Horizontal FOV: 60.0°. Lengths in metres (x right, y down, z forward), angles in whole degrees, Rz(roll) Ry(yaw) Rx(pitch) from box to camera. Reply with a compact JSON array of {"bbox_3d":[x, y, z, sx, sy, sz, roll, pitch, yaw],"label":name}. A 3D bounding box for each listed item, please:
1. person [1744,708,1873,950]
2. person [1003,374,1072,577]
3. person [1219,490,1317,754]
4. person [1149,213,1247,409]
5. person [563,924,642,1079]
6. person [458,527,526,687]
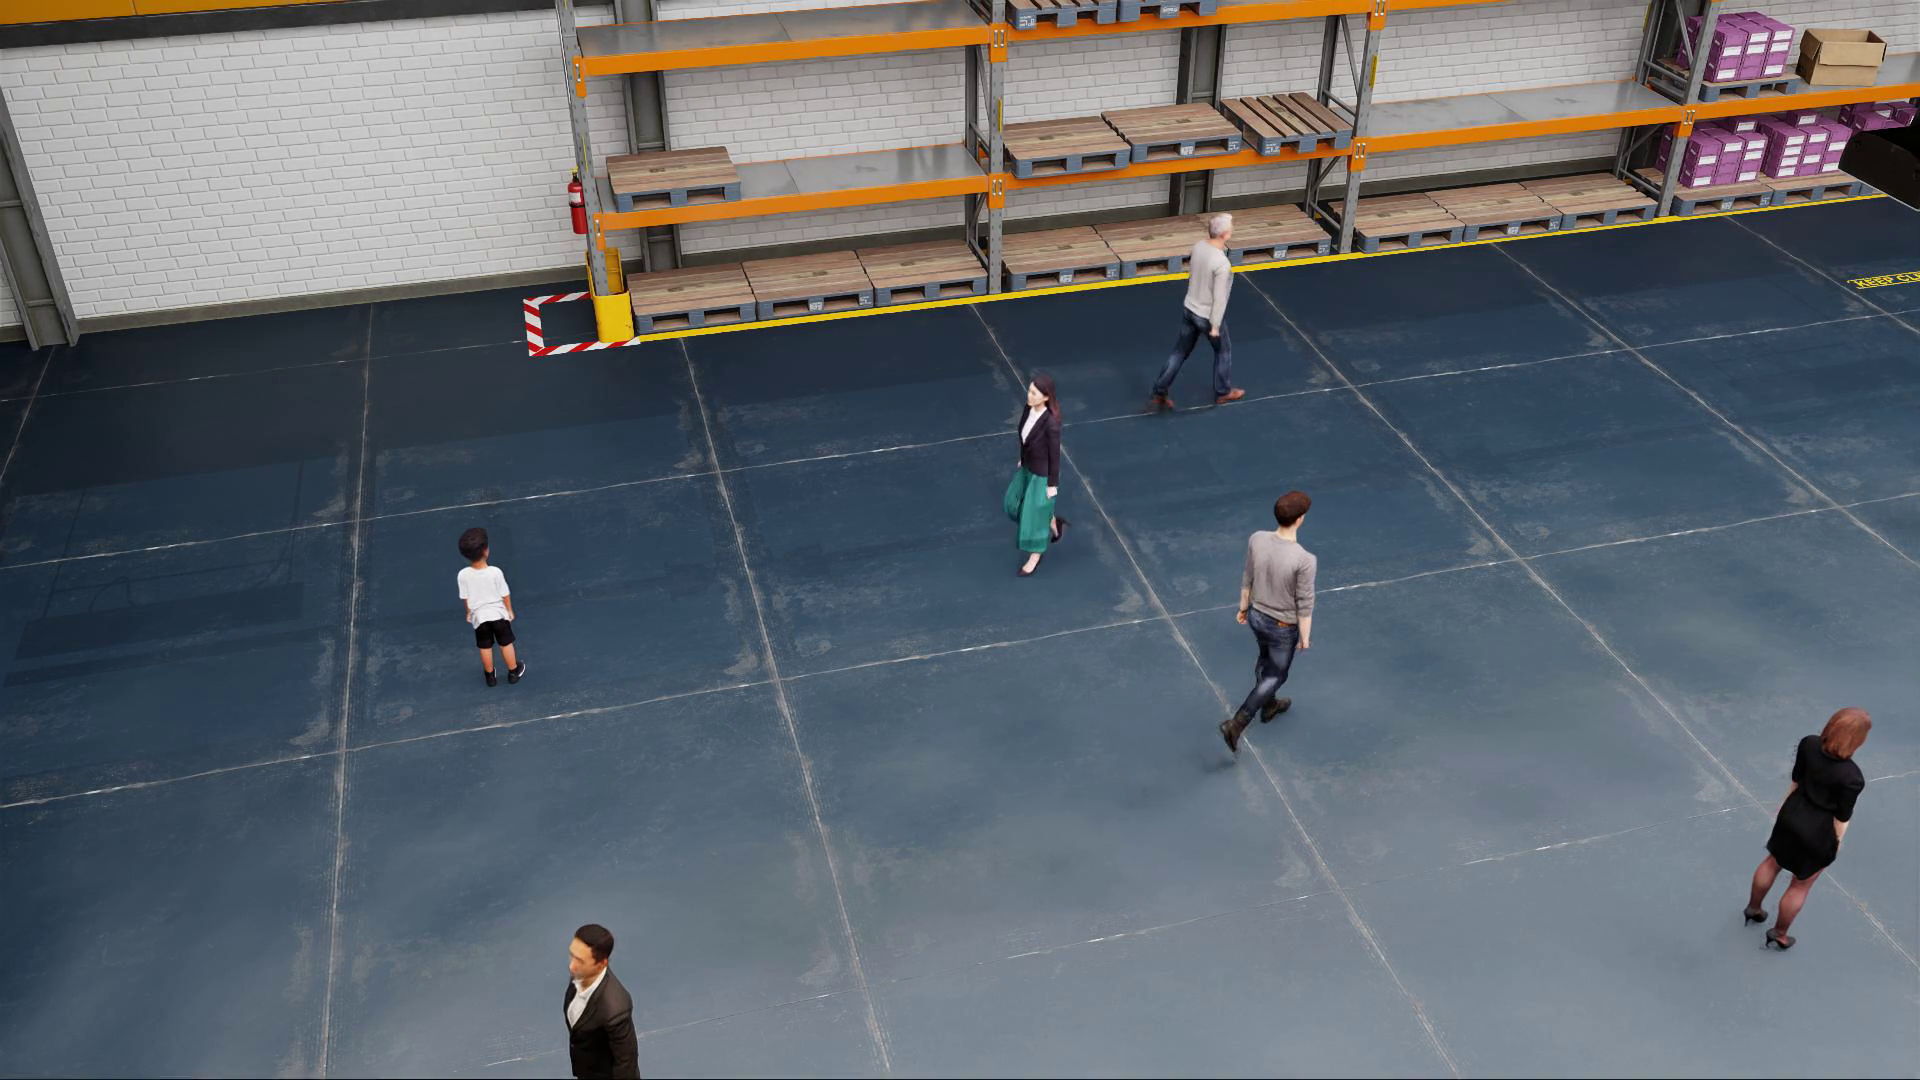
[{"bbox_3d":[4.850,1.642,9.516,0.525,1.703,0.603,-13,36,-18],"label":"person"},{"bbox_3d":[0.659,-0.511,12.739,0.882,1.721,0.736,-18,38,-25],"label":"person"},{"bbox_3d":[2.014,0.569,10.972,1.222,1.878,1.020,-27,42,-35],"label":"person"},{"bbox_3d":[2.098,-1.990,14.824,1.286,1.877,0.922,-17,37,-24],"label":"person"},{"bbox_3d":[-1.712,2.538,8.077,0.691,1.805,0.745,-23,40,-31],"label":"person"},{"bbox_3d":[-3.308,0.484,11.657,0.466,1.263,0.574,-3,34,-5],"label":"person"}]
